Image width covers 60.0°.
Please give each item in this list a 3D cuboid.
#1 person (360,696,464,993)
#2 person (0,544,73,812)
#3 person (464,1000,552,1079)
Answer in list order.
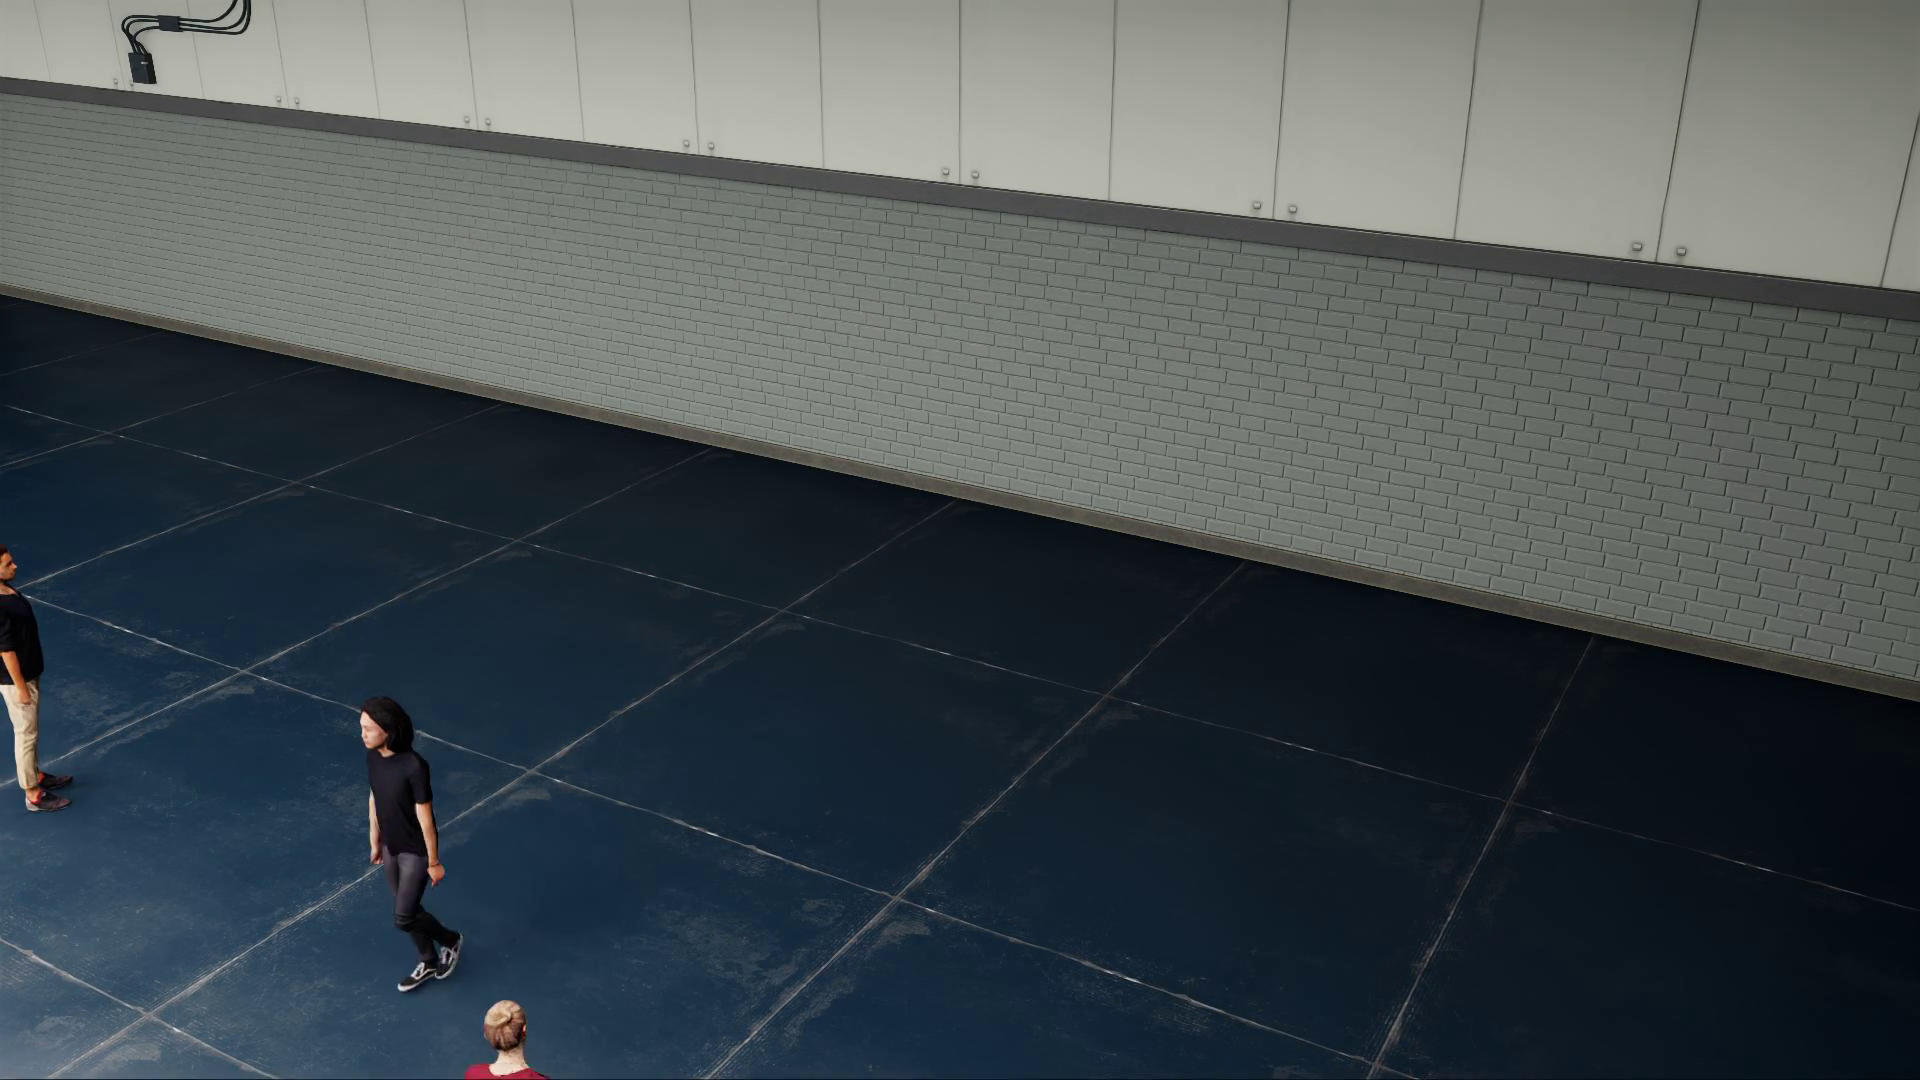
[{"bbox_3d":[-2.974,1.645,9.168,0.693,1.817,0.702,17,28,34],"label":"person"},{"bbox_3d":[-6.183,0.886,10.904,0.735,1.854,0.725,-10,25,-23],"label":"person"},{"bbox_3d":[-1.793,2.716,6.844,0.840,1.663,1.011,5,24,12],"label":"person"}]
